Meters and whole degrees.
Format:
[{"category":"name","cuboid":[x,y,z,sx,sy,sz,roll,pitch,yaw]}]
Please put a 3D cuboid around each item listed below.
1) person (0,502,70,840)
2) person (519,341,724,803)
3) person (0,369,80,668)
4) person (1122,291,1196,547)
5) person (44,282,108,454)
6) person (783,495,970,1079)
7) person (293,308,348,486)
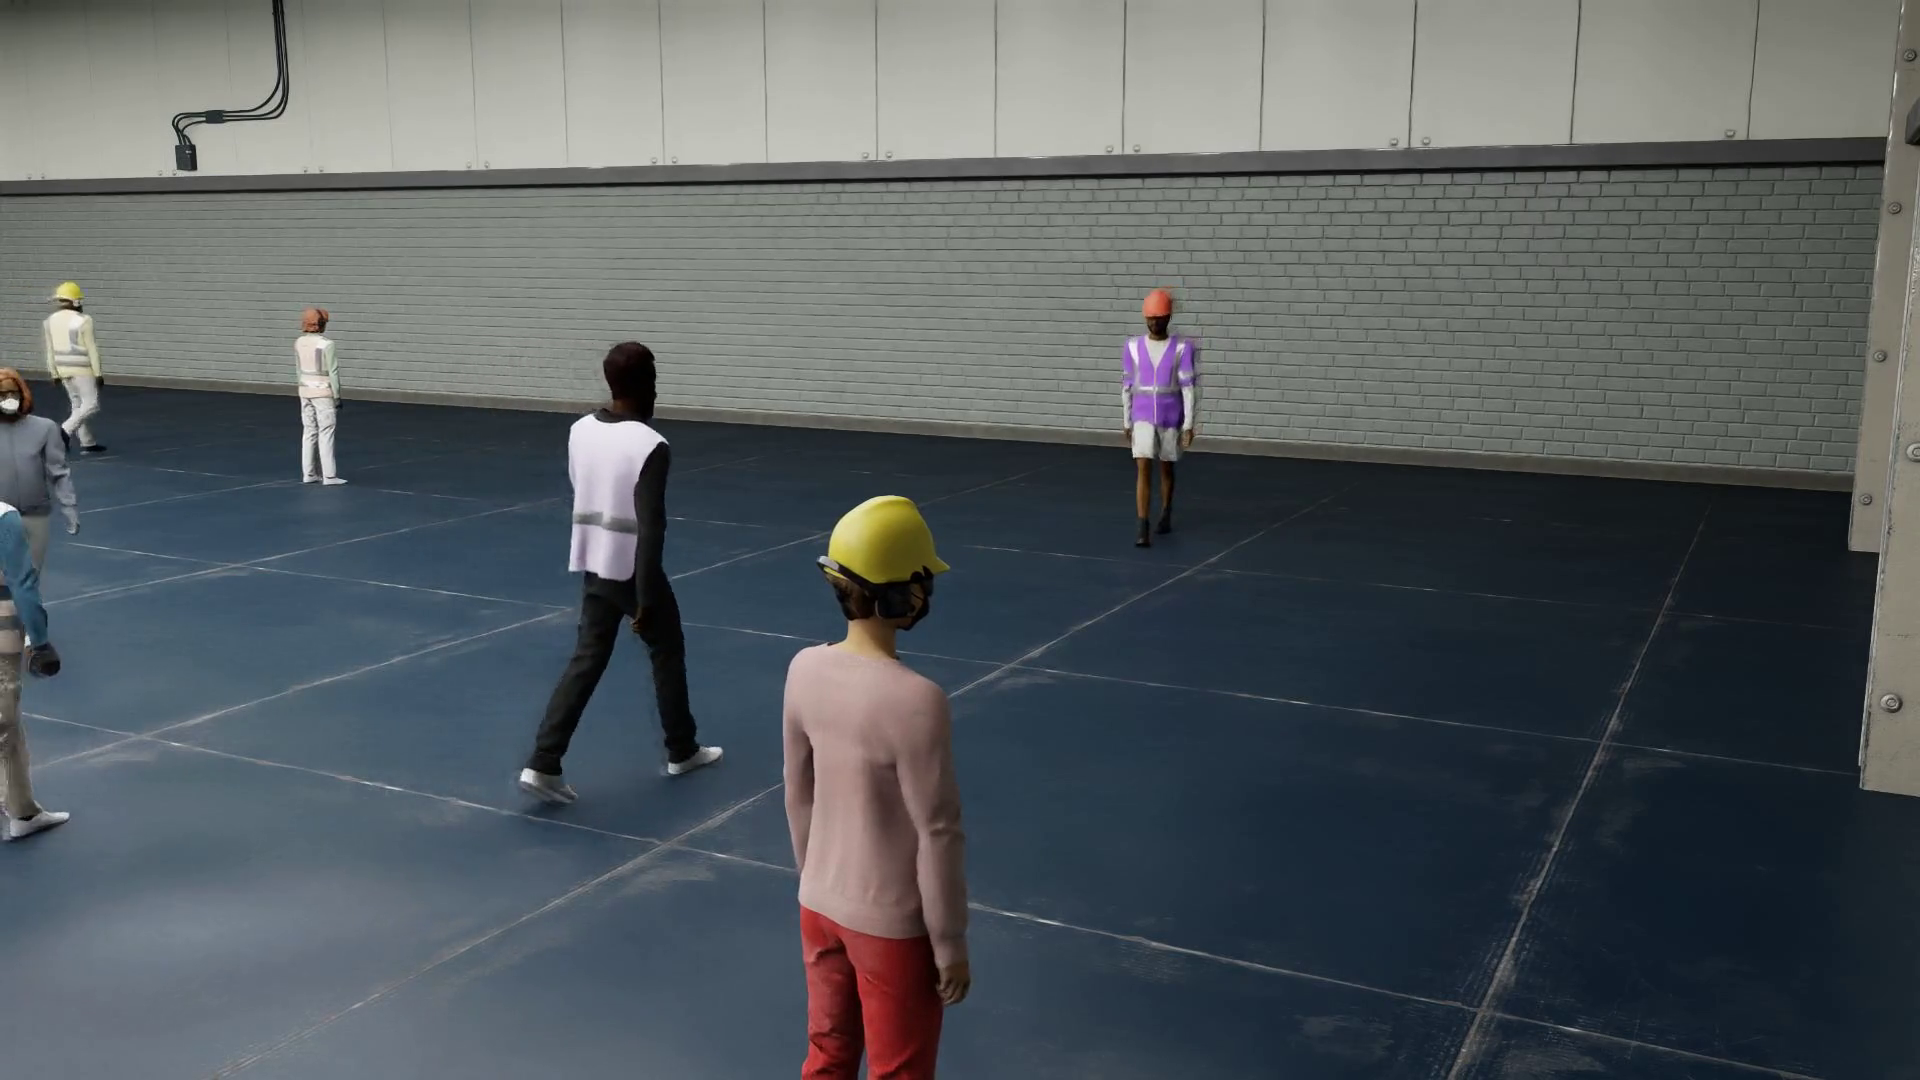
[{"category":"person","cuboid":[-3.612,0.401,6.035,0.519,1.608,0.762,5,11,23]},{"category":"person","cuboid":[-1.410,0.127,6.817,0.587,1.882,0.980,7,13,35]},{"category":"person","cuboid":[-5.026,-0.118,8.918,0.519,1.584,0.877,-10,14,-43]},{"category":"person","cuboid":[1.495,-0.924,12.516,0.562,1.889,0.986,2,11,13]},{"category":"person","cuboid":[-9.202,-1.761,17.255,0.602,1.817,0.672,4,11,20]},{"category":"person","cuboid":[-0.164,0.785,3.513,0.318,1.769,0.522,-9,14,-40]},{"category":"person","cuboid":[-5.919,-1.313,15.342,0.508,1.631,0.314,5,12,27]}]
